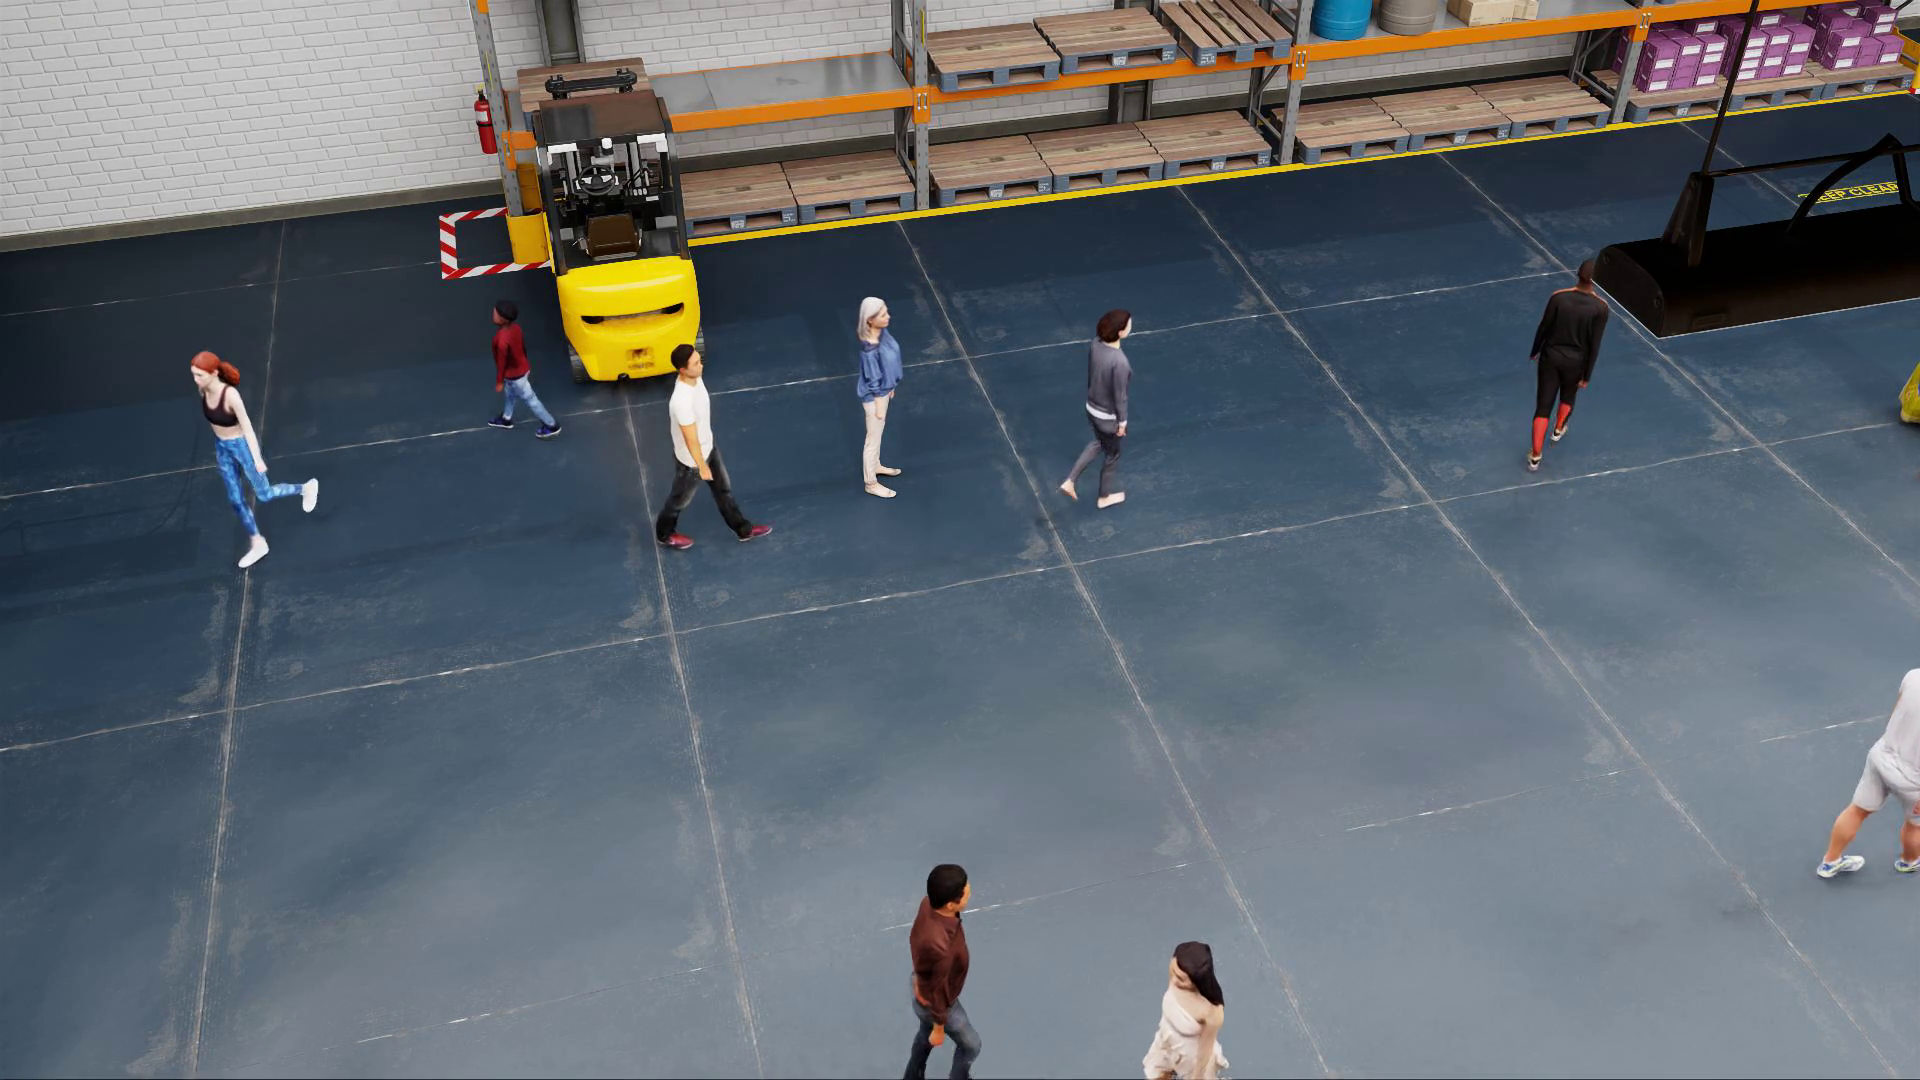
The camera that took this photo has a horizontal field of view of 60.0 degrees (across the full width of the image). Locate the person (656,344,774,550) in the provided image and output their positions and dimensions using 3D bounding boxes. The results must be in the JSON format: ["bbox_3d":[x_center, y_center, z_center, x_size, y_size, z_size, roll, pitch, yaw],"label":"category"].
[{"bbox_3d":[-2.038,-0.639,12.158,1.213,1.760,0.929,4,39,5],"label":"person"}]

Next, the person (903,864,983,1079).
[{"bbox_3d":[-0.206,2.320,8.451,0.767,1.752,0.722,-3,39,-4],"label":"person"}]

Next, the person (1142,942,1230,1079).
[{"bbox_3d":[1.213,2.531,8.245,1.146,1.680,0.796,-19,43,-23],"label":"person"}]

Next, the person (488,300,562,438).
[{"bbox_3d":[-3.541,-1.358,13.478,0.934,1.226,0.696,3,39,4],"label":"person"}]

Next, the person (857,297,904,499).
[{"bbox_3d":[-0.648,-1.121,12.811,0.677,1.697,0.684,3,39,4],"label":"person"}]

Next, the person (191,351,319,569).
[{"bbox_3d":[-5.200,-0.656,12.179,1.025,1.760,1.052,19,42,22],"label":"person"}]

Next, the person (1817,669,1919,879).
[{"bbox_3d":[5.390,1.330,9.626,0.982,1.833,0.709,-9,39,-11],"label":"person"}]

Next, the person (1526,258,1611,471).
[{"bbox_3d":[4.702,-1.340,13.010,1.052,1.782,1.055,13,40,16],"label":"person"}]

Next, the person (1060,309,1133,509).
[{"bbox_3d":[1.028,-0.943,12.531,0.868,1.758,0.747,-22,43,-25],"label":"person"}]
